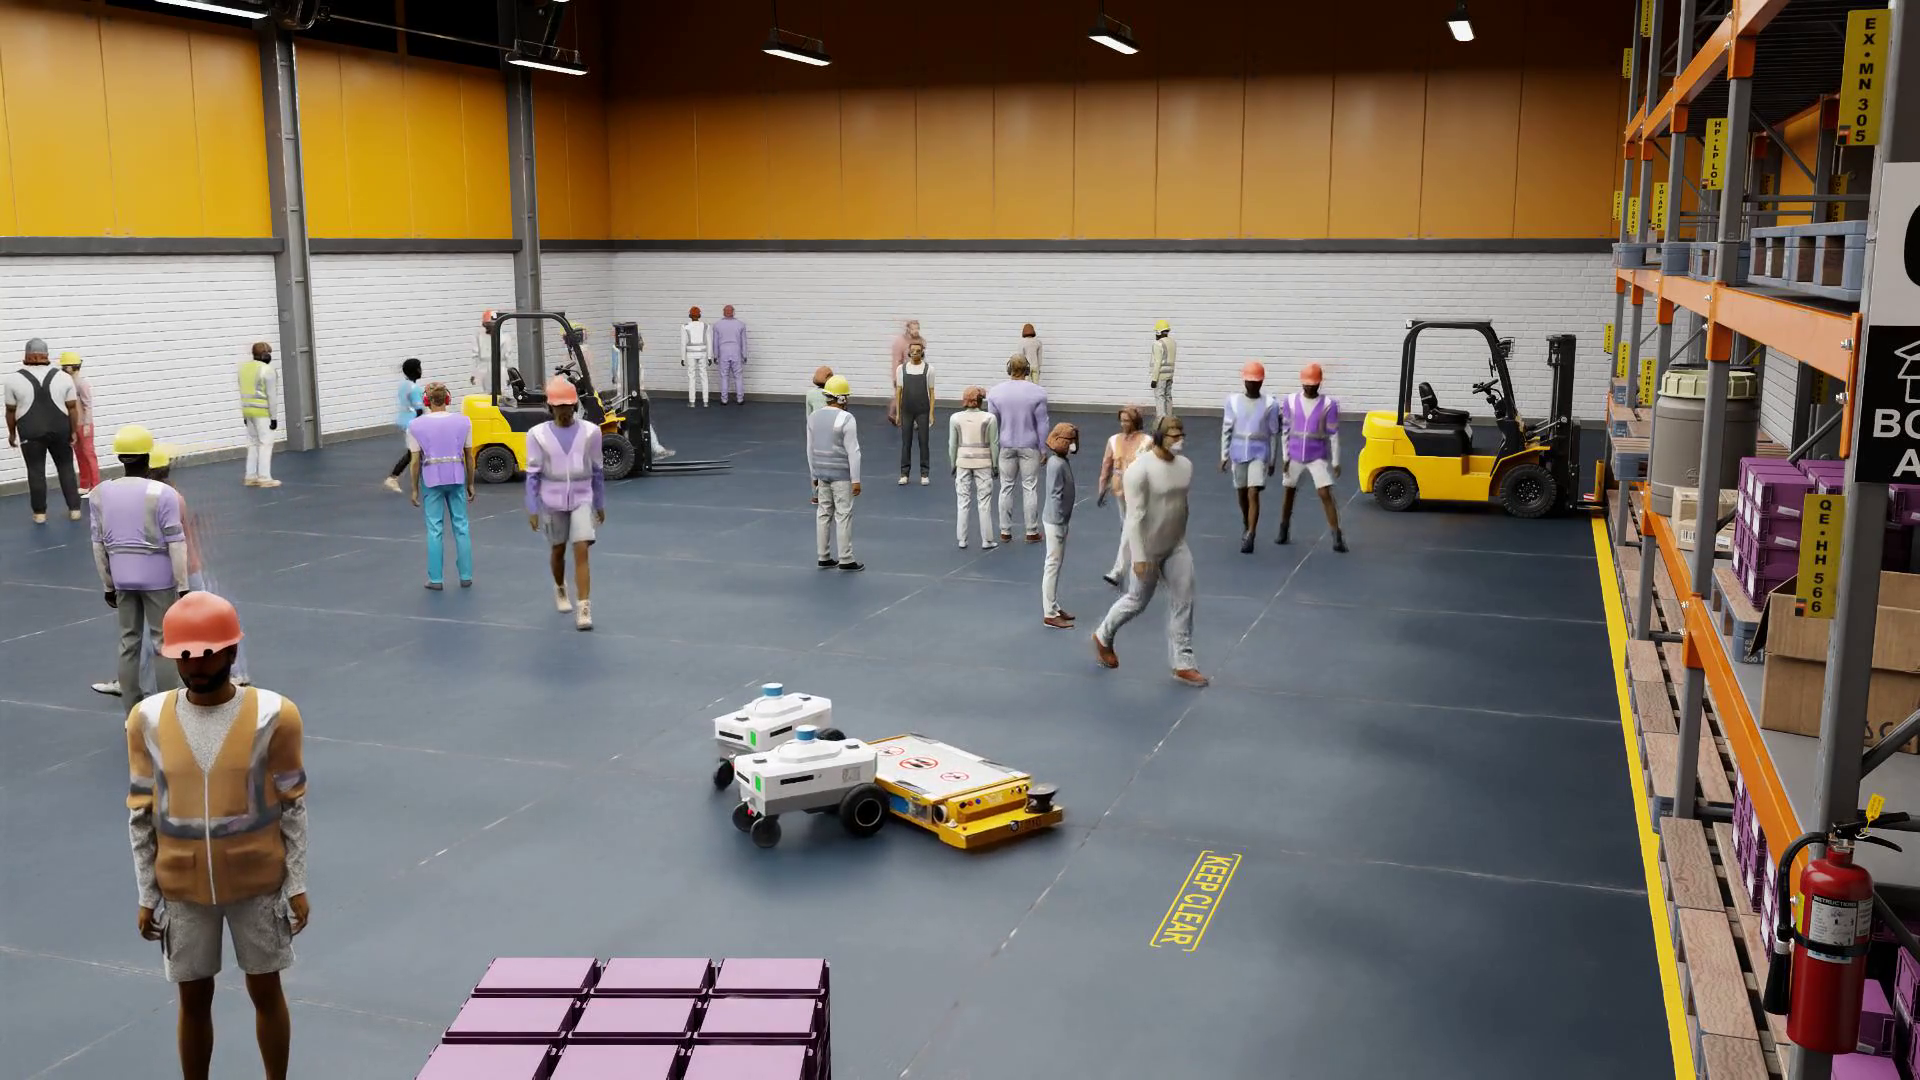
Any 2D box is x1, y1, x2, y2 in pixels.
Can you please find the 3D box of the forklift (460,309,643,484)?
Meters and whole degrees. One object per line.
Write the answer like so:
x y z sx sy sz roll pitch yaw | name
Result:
-5.354 -1.902 21.697 2.313 2.155 1.214 -2 10 -13 | forklift

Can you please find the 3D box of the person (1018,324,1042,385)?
1.243 -3.052 29.753 0.497 1.633 0.279 -5 11 -28 | person

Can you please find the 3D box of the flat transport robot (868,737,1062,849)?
-0.163 1.317 8.987 0.652 0.197 1.431 -8 13 -38 | flat transport robot

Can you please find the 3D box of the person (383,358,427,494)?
-6.728 -1.403 20.384 0.732 1.678 0.552 -6 12 -32 | person

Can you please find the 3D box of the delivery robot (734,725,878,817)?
-0.793 1.201 8.578 0.707 0.478 0.477 -5 12 -28 | delivery robot

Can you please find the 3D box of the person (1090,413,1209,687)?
1.317 0.041 11.627 0.637 1.898 0.970 -8 13 -40 | person

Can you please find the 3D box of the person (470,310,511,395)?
-7.514 -2.705 26.778 0.609 2.004 1.008 1 10 3 | person

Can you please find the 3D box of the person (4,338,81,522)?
-10.048 -1.208 18.225 0.696 2.000 0.537 -7 12 -33 | person

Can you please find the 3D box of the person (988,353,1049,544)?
0.597 -0.924 16.909 0.632 1.940 0.372 2 10 13 | person

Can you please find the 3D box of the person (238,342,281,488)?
-8.775 -1.564 20.889 0.633 1.821 0.436 5 11 28 | person

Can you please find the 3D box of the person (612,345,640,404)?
-5.641 -2.765 28.115 0.514 1.642 0.310 -7 12 -34 | person

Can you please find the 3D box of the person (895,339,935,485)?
-0.565 -1.607 21.022 0.508 1.847 0.345 1 10 4 | person

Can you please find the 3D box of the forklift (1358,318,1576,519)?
5.787 -1.437 19.079 2.313 2.155 1.214 3 11 19 | forklift

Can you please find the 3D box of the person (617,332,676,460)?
-4.541 -1.998 23.273 1.005 1.828 0.595 -2 10 -11 | person

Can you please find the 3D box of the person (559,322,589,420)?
-5.617 -2.294 24.746 0.680 1.905 0.586 -5 11 -27 | person

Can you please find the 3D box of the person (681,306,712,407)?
-4.939 -3.425 31.165 0.583 1.877 0.337 -4 11 -20 | person

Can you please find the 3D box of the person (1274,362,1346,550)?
3.552 -0.840 16.637 0.754 1.888 0.555 4 11 21 | person

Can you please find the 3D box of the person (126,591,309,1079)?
-2.410 1.114 5.434 0.542 1.939 0.366 -2 10 -13 | person

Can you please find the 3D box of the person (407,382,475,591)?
-4.544 -0.469 14.622 0.565 1.840 0.390 -6 12 -30 | person

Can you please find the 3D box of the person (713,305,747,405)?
-4.358 -3.505 31.544 0.649 1.904 0.401 -2 10 -9 | person

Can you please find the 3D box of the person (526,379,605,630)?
-3.171 -0.315 13.393 0.616 1.982 1.068 -3 11 -17 | person

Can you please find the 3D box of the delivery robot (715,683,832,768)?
-1.051 1.054 9.405 0.477 0.478 0.707 7 13 36 | delivery robot

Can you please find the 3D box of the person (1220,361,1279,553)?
2.925 -0.864 16.718 0.542 1.901 0.971 4 11 21 | person

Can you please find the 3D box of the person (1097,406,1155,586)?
1.489 -0.399 14.920 0.544 1.586 0.866 8 13 39 | person

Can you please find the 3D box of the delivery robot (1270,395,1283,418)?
5.127 -2.136 27.369 0.477 0.478 0.707 7 12 33 | delivery robot

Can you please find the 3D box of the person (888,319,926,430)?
-0.888 -2.719 27.337 0.652 1.845 0.964 -6 12 -30 | person

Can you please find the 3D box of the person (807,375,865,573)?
-1.141 -0.612 15.450 0.603 1.830 0.404 8 13 38 | person

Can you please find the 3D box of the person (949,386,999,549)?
0.142 -0.718 16.601 0.513 1.637 0.313 3 10 16 | person

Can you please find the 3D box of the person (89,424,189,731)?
-5.075 0.243 10.359 0.590 1.930 0.358 1 10 6 | person

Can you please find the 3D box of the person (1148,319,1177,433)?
3.264 -2.649 26.922 0.404 1.830 0.600 8 13 36 | person

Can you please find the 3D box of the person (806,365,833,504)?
-1.573 -1.217 19.414 0.500 1.636 0.286 7 12 34 | person

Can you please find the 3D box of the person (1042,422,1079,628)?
0.800 -0.125 13.271 0.285 1.632 0.499 2 10 9 | person

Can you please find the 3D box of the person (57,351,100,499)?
-10.579 -1.376 19.944 0.526 1.768 0.331 8 13 38 | person

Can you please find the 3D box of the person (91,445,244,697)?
-5.295 0.225 11.071 0.928 1.716 0.536 -9 14 -42 | person
